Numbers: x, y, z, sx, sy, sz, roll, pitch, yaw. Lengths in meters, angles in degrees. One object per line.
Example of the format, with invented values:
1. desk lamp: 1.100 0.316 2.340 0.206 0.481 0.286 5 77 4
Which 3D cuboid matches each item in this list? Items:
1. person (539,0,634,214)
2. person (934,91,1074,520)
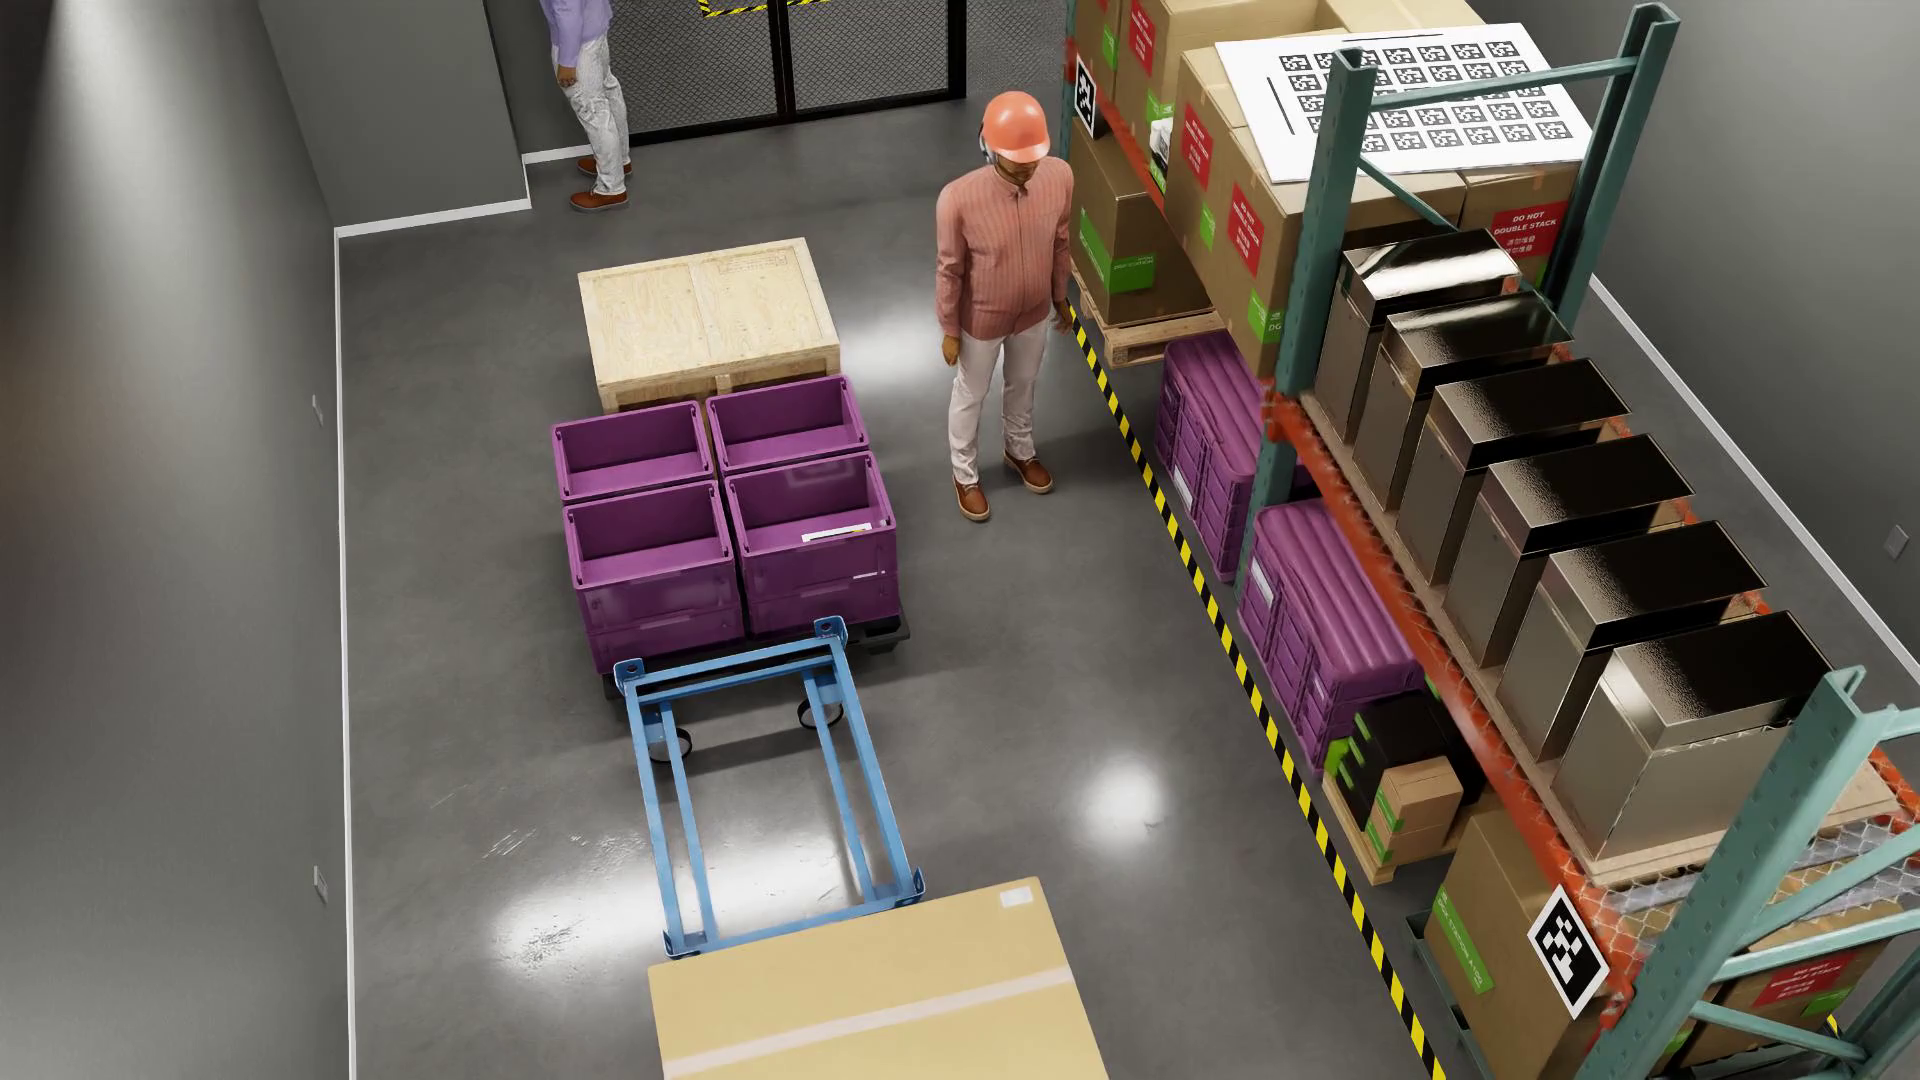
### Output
1. person: -1.892 -2.517 8.198 0.358 1.938 0.636 0 47 0
2. person: 0.187 -0.924 6.697 0.609 1.996 0.379 -22 51 -19
